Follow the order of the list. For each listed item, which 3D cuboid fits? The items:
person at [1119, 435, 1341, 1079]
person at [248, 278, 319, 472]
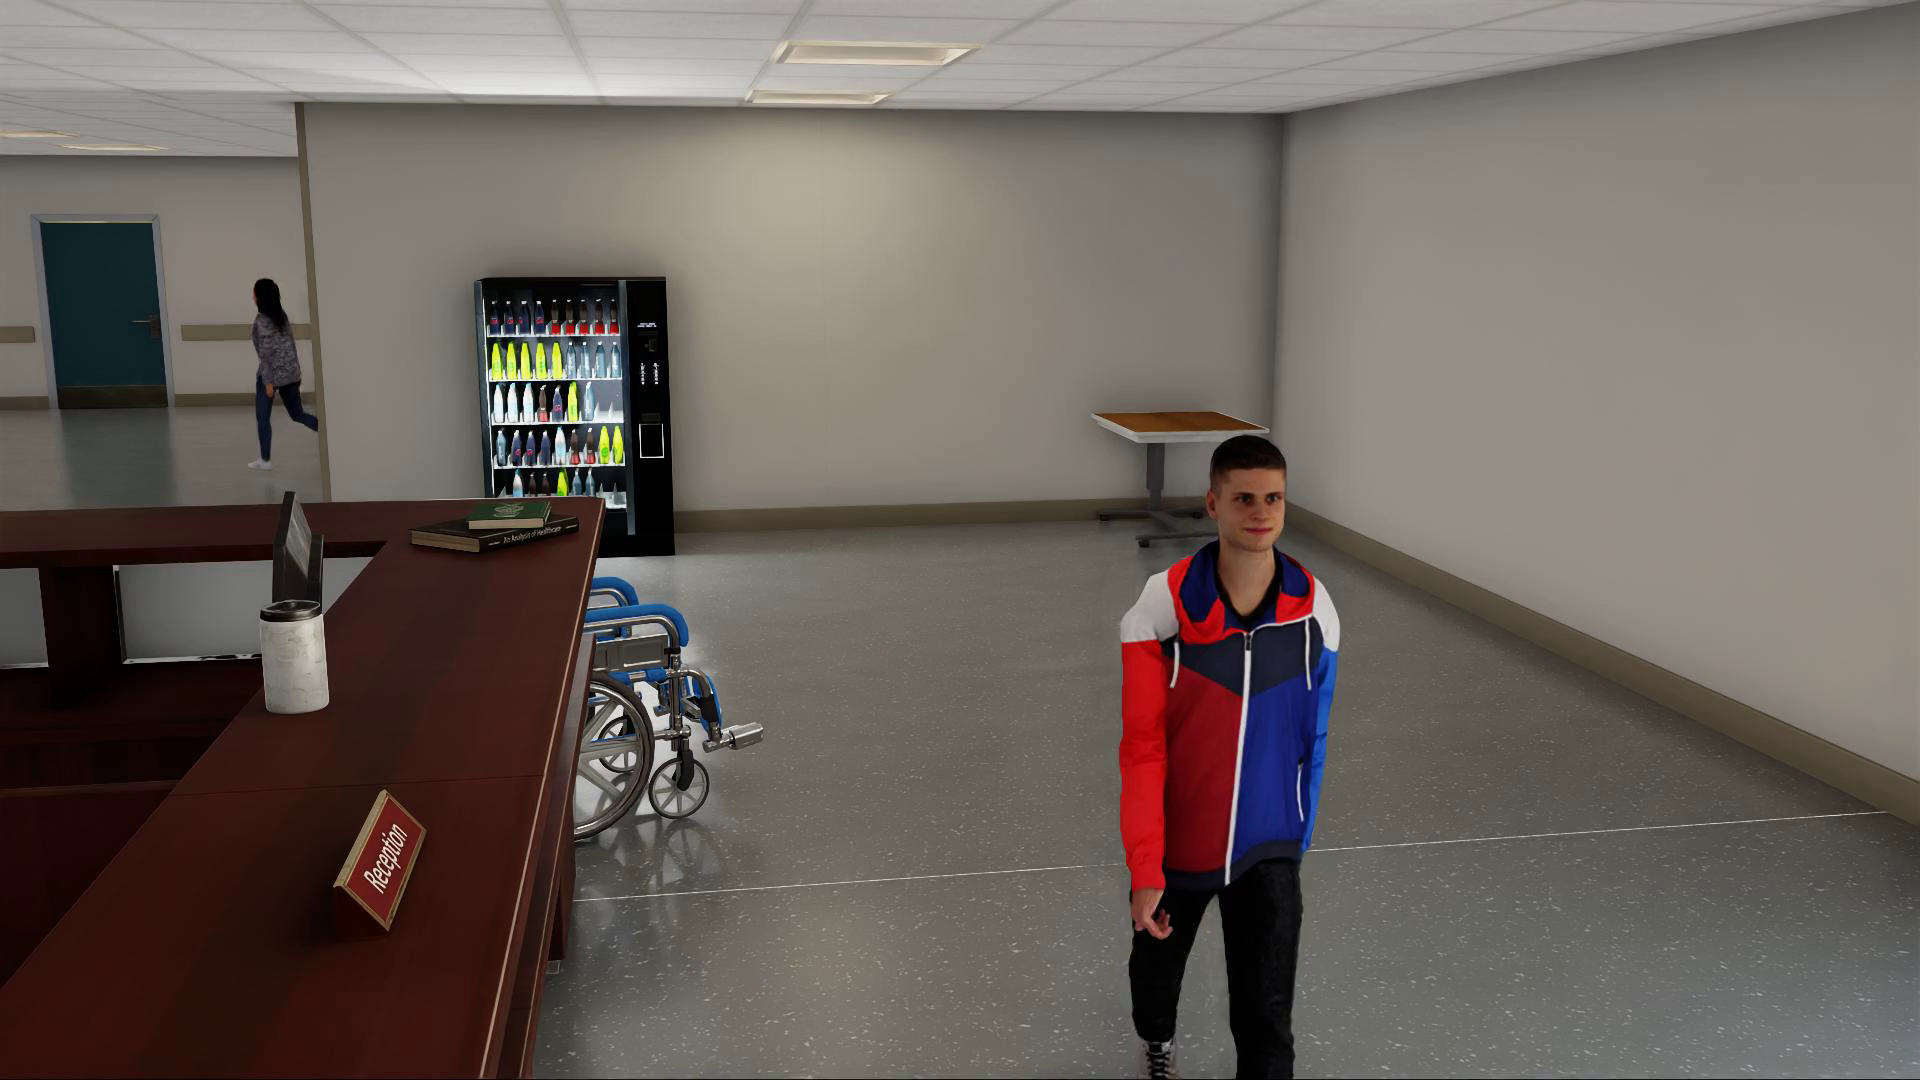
[{"bbox_3d":[0.545,0.646,3.706,1.171,1.720,0.843,0,11,0],"label":"person"},{"bbox_3d":[-5.944,-1.429,14.706,1.226,1.696,0.948,2,11,13],"label":"person"}]
